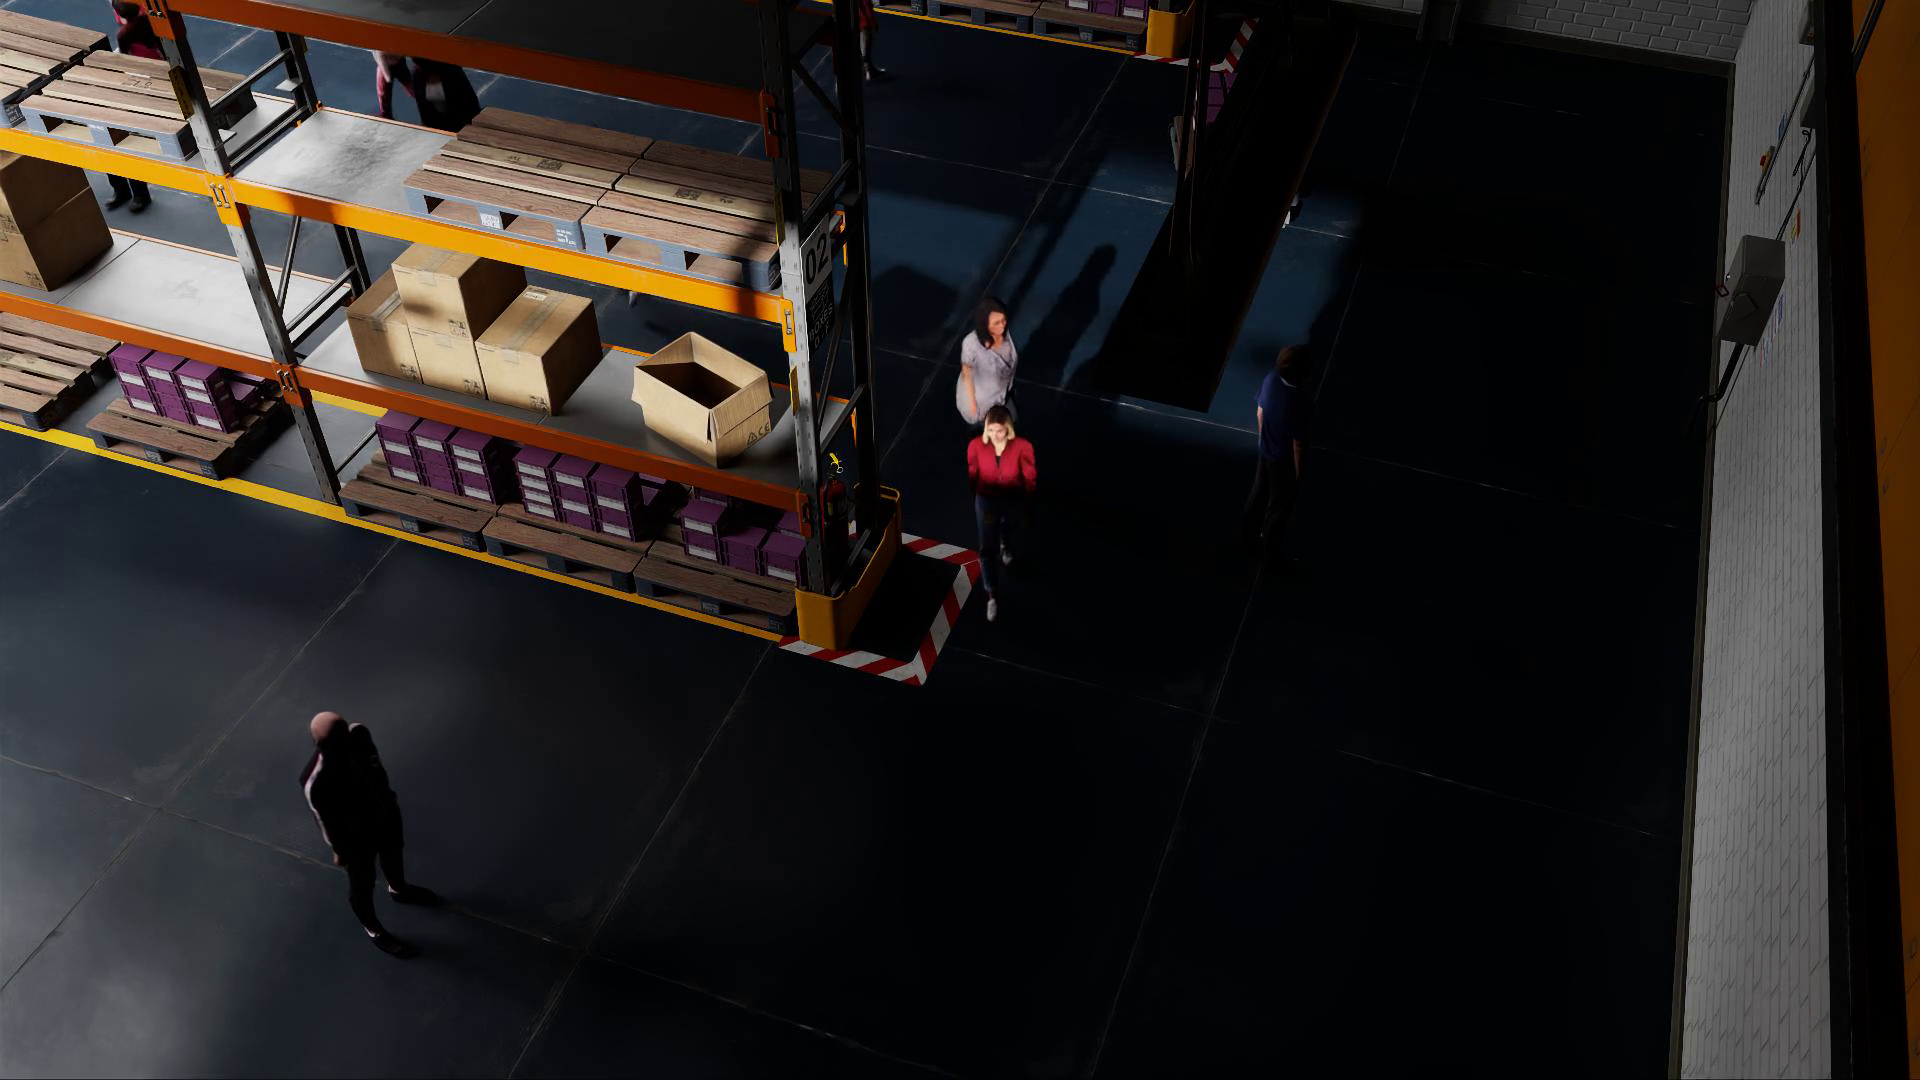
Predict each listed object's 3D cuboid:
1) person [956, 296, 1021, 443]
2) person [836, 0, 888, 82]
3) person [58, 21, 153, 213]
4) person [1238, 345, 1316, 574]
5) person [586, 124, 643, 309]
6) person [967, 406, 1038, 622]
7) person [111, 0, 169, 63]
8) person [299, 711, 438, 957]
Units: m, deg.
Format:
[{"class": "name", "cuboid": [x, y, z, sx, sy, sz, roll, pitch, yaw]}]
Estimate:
[{"class": "person", "cuboid": [0.154, -1.164, 12.251, 0.776, 1.593, 0.747, 34, 53, 31]}, {"class": "person", "cuboid": [-1.026, -5.149, 16.573, 0.887, 1.404, 0.878, -24, 49, -23]}, {"class": "person", "cuboid": [-7.691, -3.785, 14.840, 0.517, 1.818, 0.710, 10, 45, 10]}, {"class": "person", "cuboid": [2.197, -0.572, 11.429, 0.790, 1.871, 0.732, -18, 46, -18]}, {"class": "person", "cuboid": [-2.881, -2.662, 13.808, 0.921, 1.616, 1.084, -30, 51, -28]}, {"class": "person", "cuboid": [0.287, -0.320, 11.377, 1.134, 1.577, 0.966, -2, 44, -3]}, {"class": "person", "cuboid": [-7.376, -4.174, 15.345, 1.142, 1.684, 0.849, 32, 52, 29]}, {"class": "person", "cuboid": [-3.314, 1.566, 9.211, 0.567, 1.834, 0.682, 12, 45, 13]}]
